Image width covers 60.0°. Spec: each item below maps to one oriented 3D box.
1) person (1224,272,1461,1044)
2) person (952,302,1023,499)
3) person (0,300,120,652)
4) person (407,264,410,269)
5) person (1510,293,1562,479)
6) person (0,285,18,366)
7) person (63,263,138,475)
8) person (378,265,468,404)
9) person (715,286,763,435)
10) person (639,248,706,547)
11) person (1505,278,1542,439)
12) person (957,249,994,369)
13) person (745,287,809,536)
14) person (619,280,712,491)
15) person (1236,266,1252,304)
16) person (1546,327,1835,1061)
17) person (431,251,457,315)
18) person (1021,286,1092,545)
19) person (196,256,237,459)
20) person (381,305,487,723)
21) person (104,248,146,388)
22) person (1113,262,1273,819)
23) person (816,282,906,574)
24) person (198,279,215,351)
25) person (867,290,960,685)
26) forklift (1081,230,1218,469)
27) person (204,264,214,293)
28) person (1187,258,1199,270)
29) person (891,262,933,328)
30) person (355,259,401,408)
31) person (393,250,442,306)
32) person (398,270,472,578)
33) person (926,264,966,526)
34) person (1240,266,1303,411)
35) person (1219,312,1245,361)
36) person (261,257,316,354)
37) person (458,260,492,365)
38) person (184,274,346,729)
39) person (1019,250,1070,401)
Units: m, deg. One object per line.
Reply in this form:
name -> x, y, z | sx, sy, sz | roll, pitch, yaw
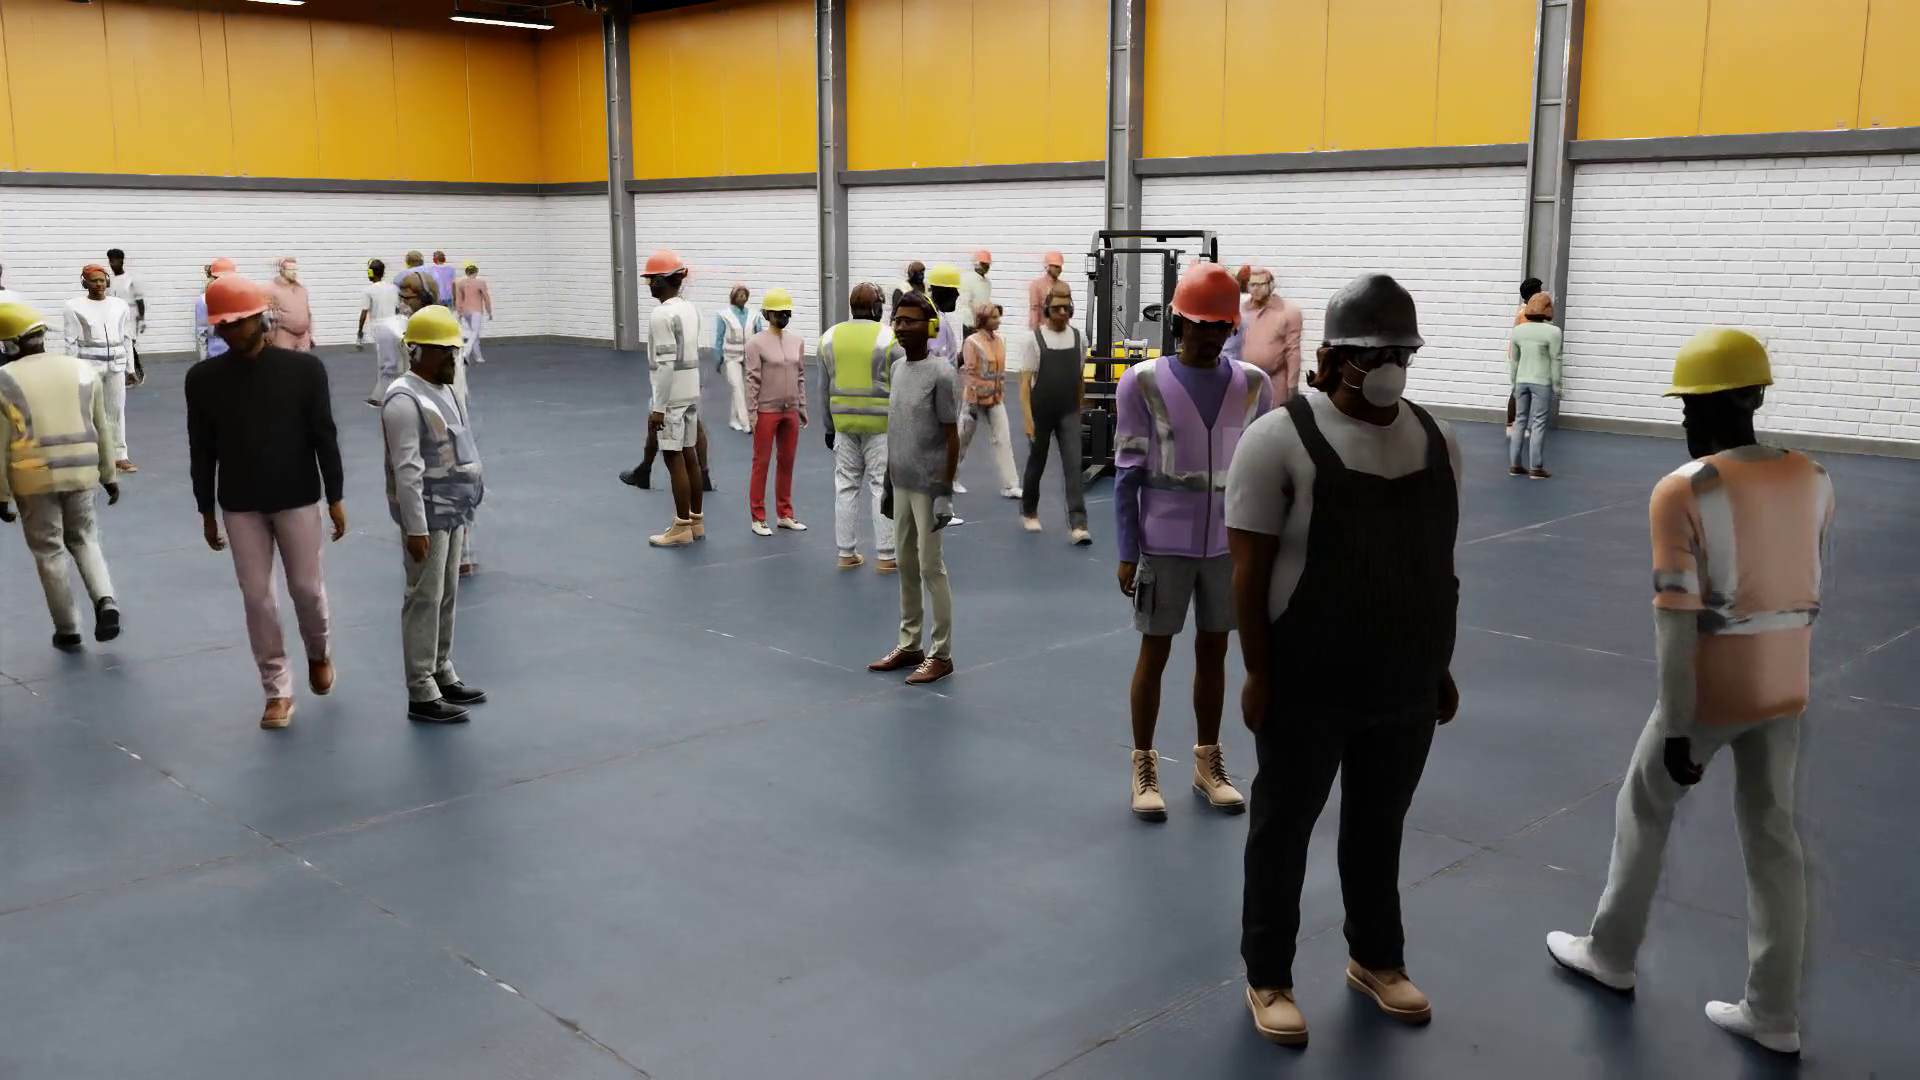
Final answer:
person -> 1.062, 0.317, 4.413 | 0.672, 2.000, 0.536 | -3, 11, -18
person -> 0.192, -1.137, 13.564 | 0.879, 1.593, 0.524 | 10, 14, 42
person -> -4.593, -0.305, 8.436 | 0.481, 1.809, 0.618 | 9, 14, 40
person -> -8.453, -3.486, 25.790 | 0.521, 1.809, 1.008 | -6, 12, -31
person -> 5.071, -1.357, 14.669 | 0.305, 1.635, 0.500 | -7, 13, -34
person -> -9.641, -1.868, 16.706 | 0.579, 1.905, 0.623 | 0, 10, -2
person -> -7.668, -1.522, 14.868 | 0.337, 1.882, 0.585 | 9, 14, 40
person -> -3.663, -0.902, 11.356 | 0.624, 1.928, 0.573 | -9, 14, -40
person -> -2.350, -1.944, 17.949 | 0.536, 1.586, 0.856 | -6, 12, -31
person -> -1.992, -0.969, 11.422 | 0.392, 2.041, 0.615 | 2, 11, 12
person -> 5.948, -1.915, 17.550 | 0.320, 1.690, 0.524 | 3, 11, 17
person -> 0.165, -2.880, 22.093 | 0.943, 1.965, 0.611 | 10, 14, 44
person -> -1.295, -0.917, 11.894 | 0.533, 1.767, 0.326 | -10, 14, -44
person -> -2.477, -1.354, 13.908 | 0.928, 1.894, 0.551 | 5, 11, 24
person -> 2.756, -1.723, 16.101 | 0.573, 1.831, 0.951 | 2, 11, 12
person -> 2.000, 0.379, 4.501 | 0.598, 1.890, 0.860 | -3, 11, -18
person -> -9.612, -4.443, 30.914 | 0.374, 1.840, 0.572 | 10, 15, 44
person -> 0.659, -0.882, 11.660 | 0.509, 1.794, 1.007 | -3, 11, -15
person -> -6.983, -1.738, 15.911 | 0.551, 1.932, 0.378 | -4, 11, -22
person -> -2.314, -0.118, 7.365 | 0.403, 1.828, 0.596 | 0, 10, 1
person -> -11.668, -3.082, 23.176 | 0.631, 1.954, 0.420 | 2, 11, 11
person -> 0.864, 0.013, 6.094 | 0.605, 2.034, 0.387 | -3, 11, -14
person -> -0.584, -0.708, 10.554 | 0.634, 1.839, 0.429 | 4, 11, 23
person -> -9.314, -2.487, 20.927 | 0.880, 1.584, 0.514 | 3, 11, 18
person -> -0.217, -0.243, 7.964 | 0.317, 1.861, 0.531 | -8, 13, -37
forklift -> 1.804, -1.825, 15.677 | 1.214, 2.155, 2.313 | 2, 11, 13
person -> -12.573, -3.825, 28.094 | 0.310, 1.642, 0.514 | 0, 10, 0
person -> 2.463, -1.967, 17.281 | 0.984, 1.883, 0.568 | 0, 10, 0
person -> -0.521, -2.665, 21.357 | 0.632, 1.785, 0.980 | -10, 14, -43
person -> -7.114, -2.481, 20.222 | 0.883, 1.834, 0.554 | 6, 12, 30
person -> -7.696, -3.151, 23.644 | 0.655, 1.921, 0.668 | -3, 11, -14
person -> -3.258, -0.689, 10.230 | 0.475, 1.917, 0.641 | -4, 11, -19
person -> -0.148, -1.073, 12.313 | 0.385, 1.922, 0.594 | -2, 11, -10
person -> 2.555, -1.348, 13.923 | 0.645, 1.881, 0.725 | 5, 11, 24
person -> 1.864, -1.064, 12.246 | 0.456, 1.928, 0.655 | -3, 11, -14
person -> -7.987, -2.413, 19.749 | 0.542, 1.881, 0.647 | 5, 12, 28
person -> -8.101, -3.763, 27.565 | 0.534, 1.727, 0.831 | 3, 11, 17
person -> -3.018, -0.171, 7.268 | 0.625, 1.970, 0.524 | -2, 11, -12
person -> 1.056, -2.572, 20.391 | 0.617, 1.965, 0.885 | -5, 12, -26
